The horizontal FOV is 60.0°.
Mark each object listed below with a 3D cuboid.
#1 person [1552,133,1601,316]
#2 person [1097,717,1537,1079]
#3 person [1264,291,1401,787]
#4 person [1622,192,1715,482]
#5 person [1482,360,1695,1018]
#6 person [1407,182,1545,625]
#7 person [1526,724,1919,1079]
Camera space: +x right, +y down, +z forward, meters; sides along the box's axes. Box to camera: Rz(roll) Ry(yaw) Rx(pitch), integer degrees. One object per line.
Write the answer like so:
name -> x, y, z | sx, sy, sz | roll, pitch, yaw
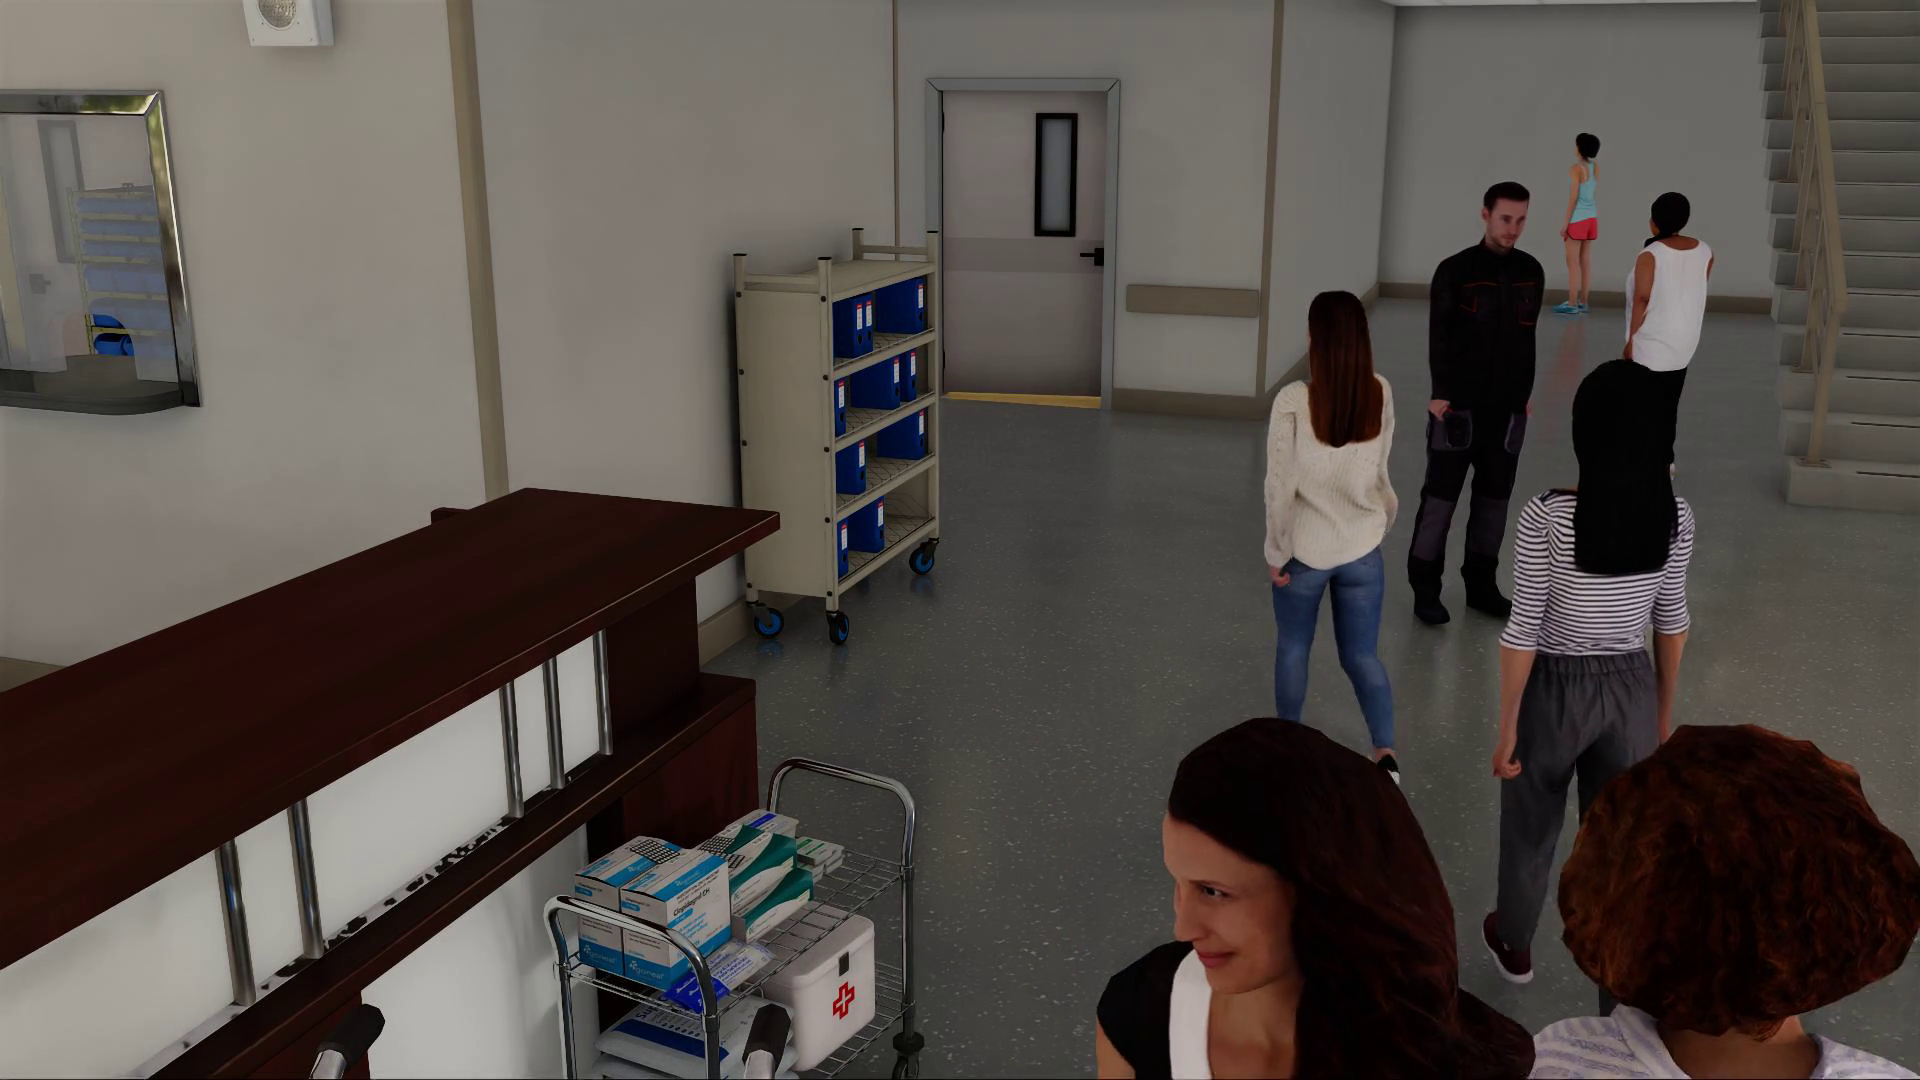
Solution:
person -> 6.159, -3.145, 16.540 | 0.650, 1.763, 0.736 | -11, 19, -34
person -> 0.364, 0.997, 1.818 | 0.639, 1.778, 0.665 | 5, 16, 16
person -> 1.226, 0.067, 5.326 | 0.945, 1.665, 1.175 | -2, 16, -8
person -> 4.066, -1.179, 9.704 | 0.760, 1.688, 0.806 | -6, 17, -19
person -> 1.479, 0.477, 3.830 | 0.870, 1.687, 1.235 | 0, 16, 1
person -> 2.251, -0.592, 7.215 | 0.782, 1.910, 0.798 | -4, 16, -14
person -> 0.761, 1.070, 1.749 | 0.818, 1.675, 1.109 | 9, 18, 29
